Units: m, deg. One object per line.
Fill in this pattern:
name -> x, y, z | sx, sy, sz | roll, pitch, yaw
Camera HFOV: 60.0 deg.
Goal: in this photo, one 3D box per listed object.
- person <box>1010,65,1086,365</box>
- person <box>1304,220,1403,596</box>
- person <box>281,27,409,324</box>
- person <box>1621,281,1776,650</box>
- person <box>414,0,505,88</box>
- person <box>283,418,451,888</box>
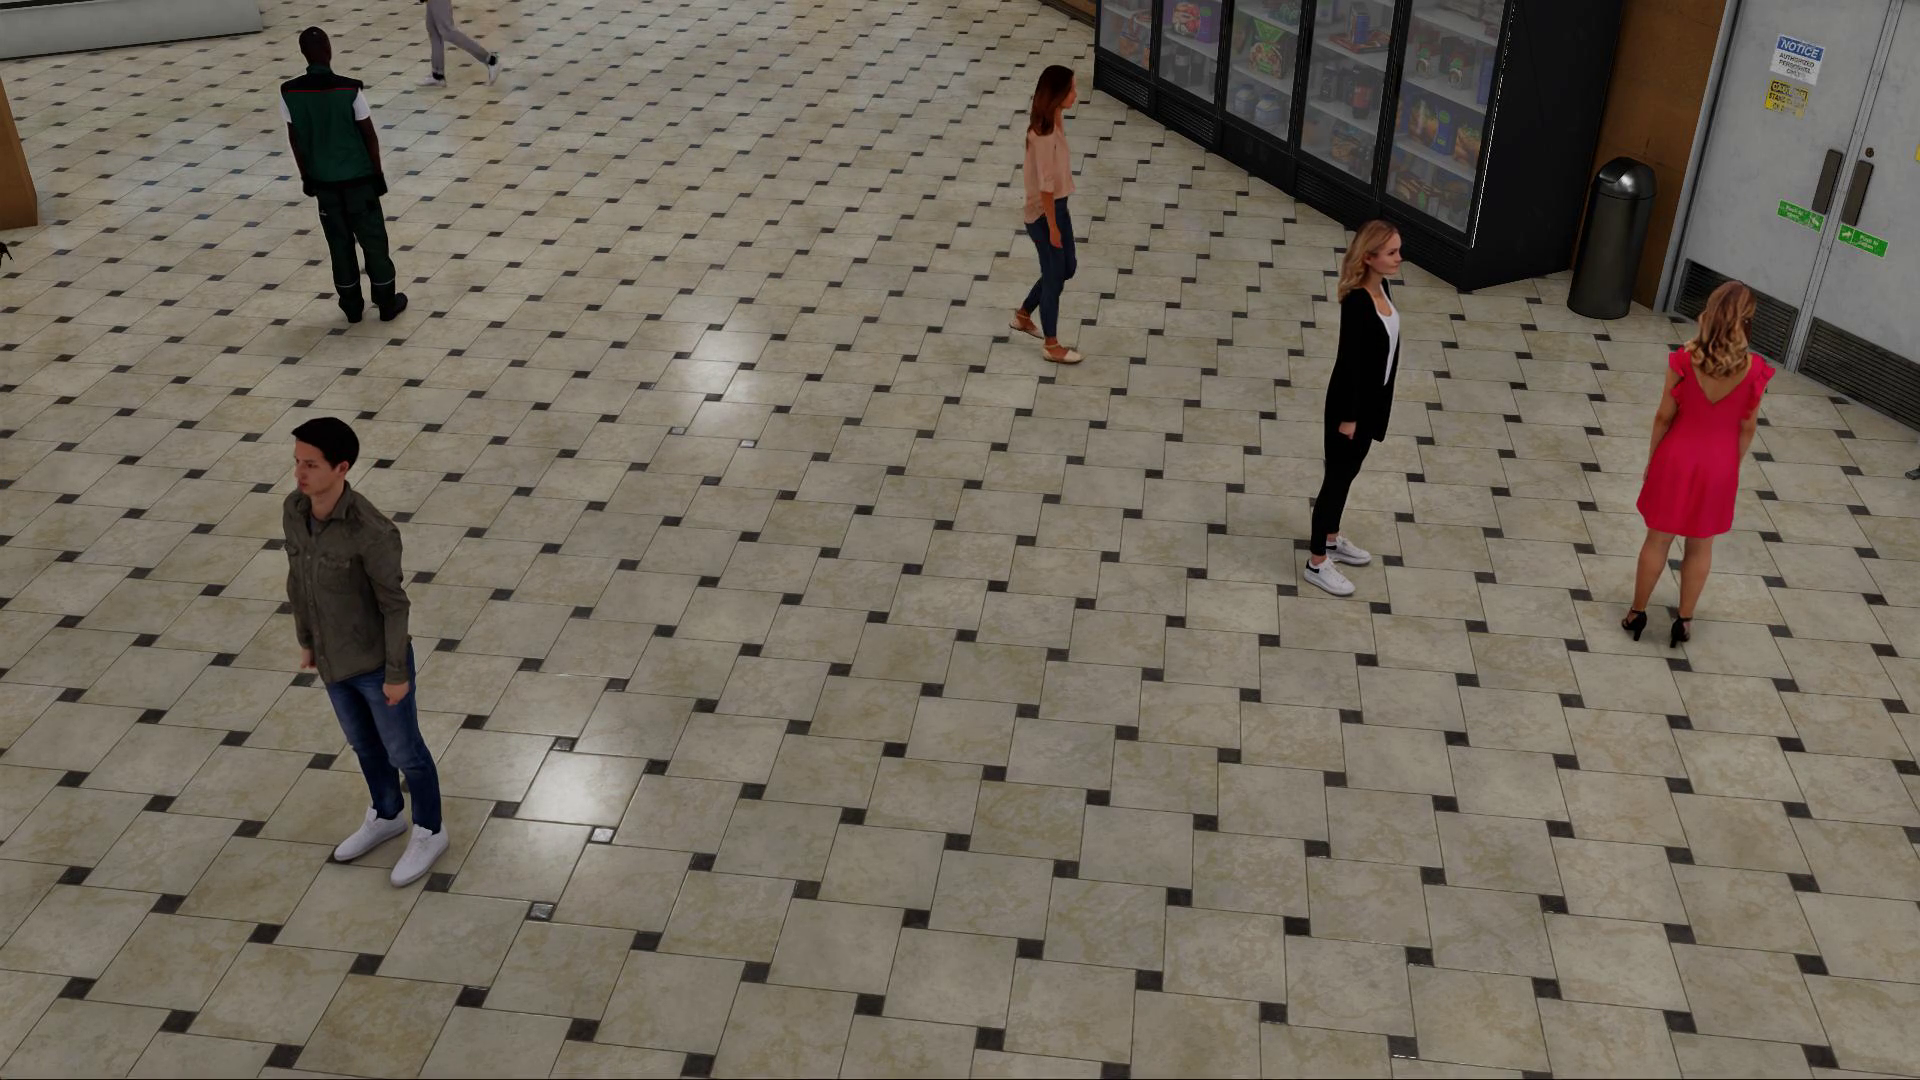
person -> 0.465, -1.896, 9.750 | 0.871, 1.786, 0.807 | 10, 33, 15
person -> 1.813, -0.615, 7.676 | 0.745, 1.802, 0.656 | 16, 35, 24
person -> -3.795, -2.225, 10.229 | 0.677, 1.840, 0.823 | -2, 32, -4
person -> 3.193, -0.306, 7.251 | 0.663, 1.725, 0.715 | 13, 34, 20
person -> -4.422, -4.793, 14.379 | 1.160, 1.815, 0.907 | -3, 32, -5
person -> -2.140, 0.399, 5.987 | 0.793, 1.866, 0.809 | 17, 36, 25
